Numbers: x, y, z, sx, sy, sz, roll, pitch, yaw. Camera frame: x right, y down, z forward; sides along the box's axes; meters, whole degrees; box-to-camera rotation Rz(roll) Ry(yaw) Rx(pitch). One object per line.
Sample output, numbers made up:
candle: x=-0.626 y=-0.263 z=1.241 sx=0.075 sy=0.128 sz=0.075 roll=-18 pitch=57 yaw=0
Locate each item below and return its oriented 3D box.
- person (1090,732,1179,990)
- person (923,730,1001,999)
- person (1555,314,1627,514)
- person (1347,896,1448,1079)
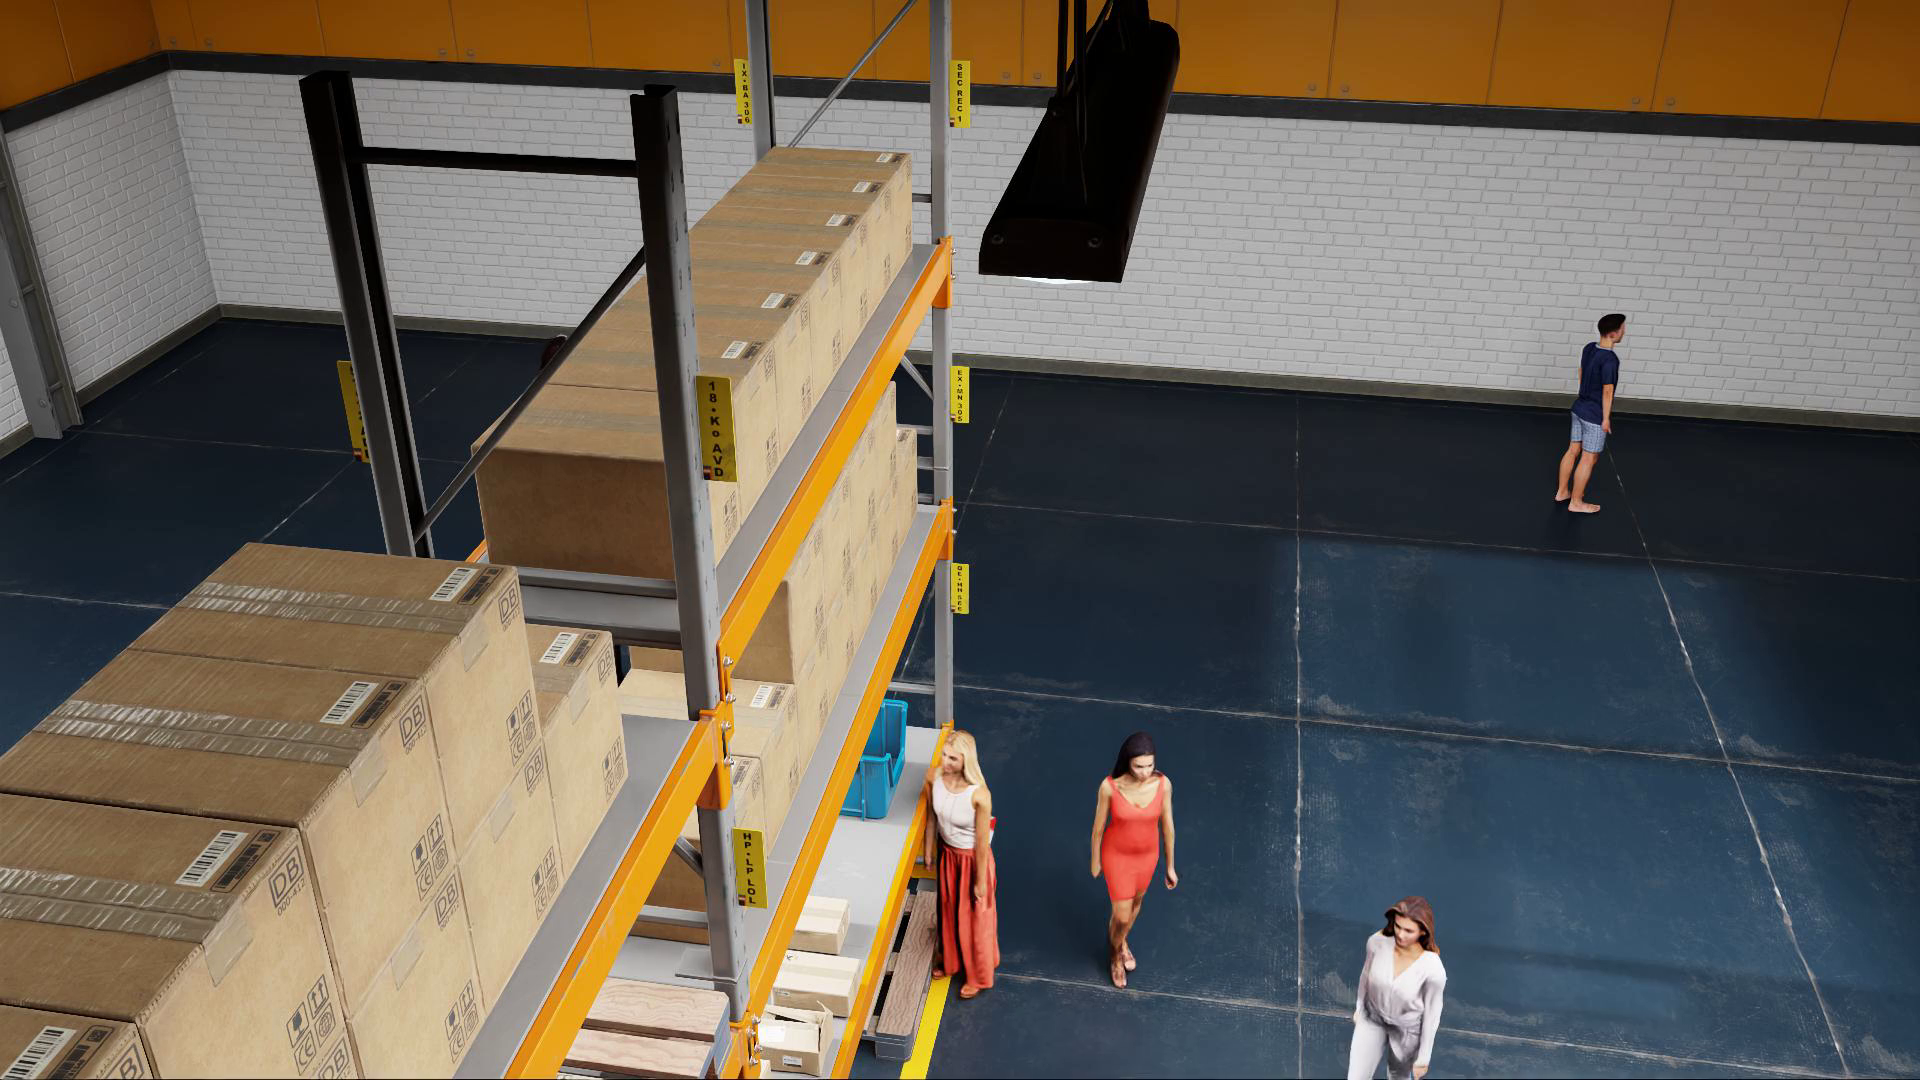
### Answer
person: x=0.959 y=1.779 z=9.633 sx=0.722 sy=1.703 sz=0.755 roll=-9 pitch=30 yaw=-16
person: x=0.022 y=1.822 z=9.452 sx=0.721 sy=1.800 sz=0.750 roll=22 pitch=35 yaw=34
person: x=5.637 y=-1.147 z=14.848 sx=0.748 sy=1.846 sz=0.600 roll=-5 pitch=29 yaw=-9
person: x=2.219 y=2.437 z=8.381 sx=0.811 sy=1.747 sz=0.933 roll=19 pitch=34 yaw=31
